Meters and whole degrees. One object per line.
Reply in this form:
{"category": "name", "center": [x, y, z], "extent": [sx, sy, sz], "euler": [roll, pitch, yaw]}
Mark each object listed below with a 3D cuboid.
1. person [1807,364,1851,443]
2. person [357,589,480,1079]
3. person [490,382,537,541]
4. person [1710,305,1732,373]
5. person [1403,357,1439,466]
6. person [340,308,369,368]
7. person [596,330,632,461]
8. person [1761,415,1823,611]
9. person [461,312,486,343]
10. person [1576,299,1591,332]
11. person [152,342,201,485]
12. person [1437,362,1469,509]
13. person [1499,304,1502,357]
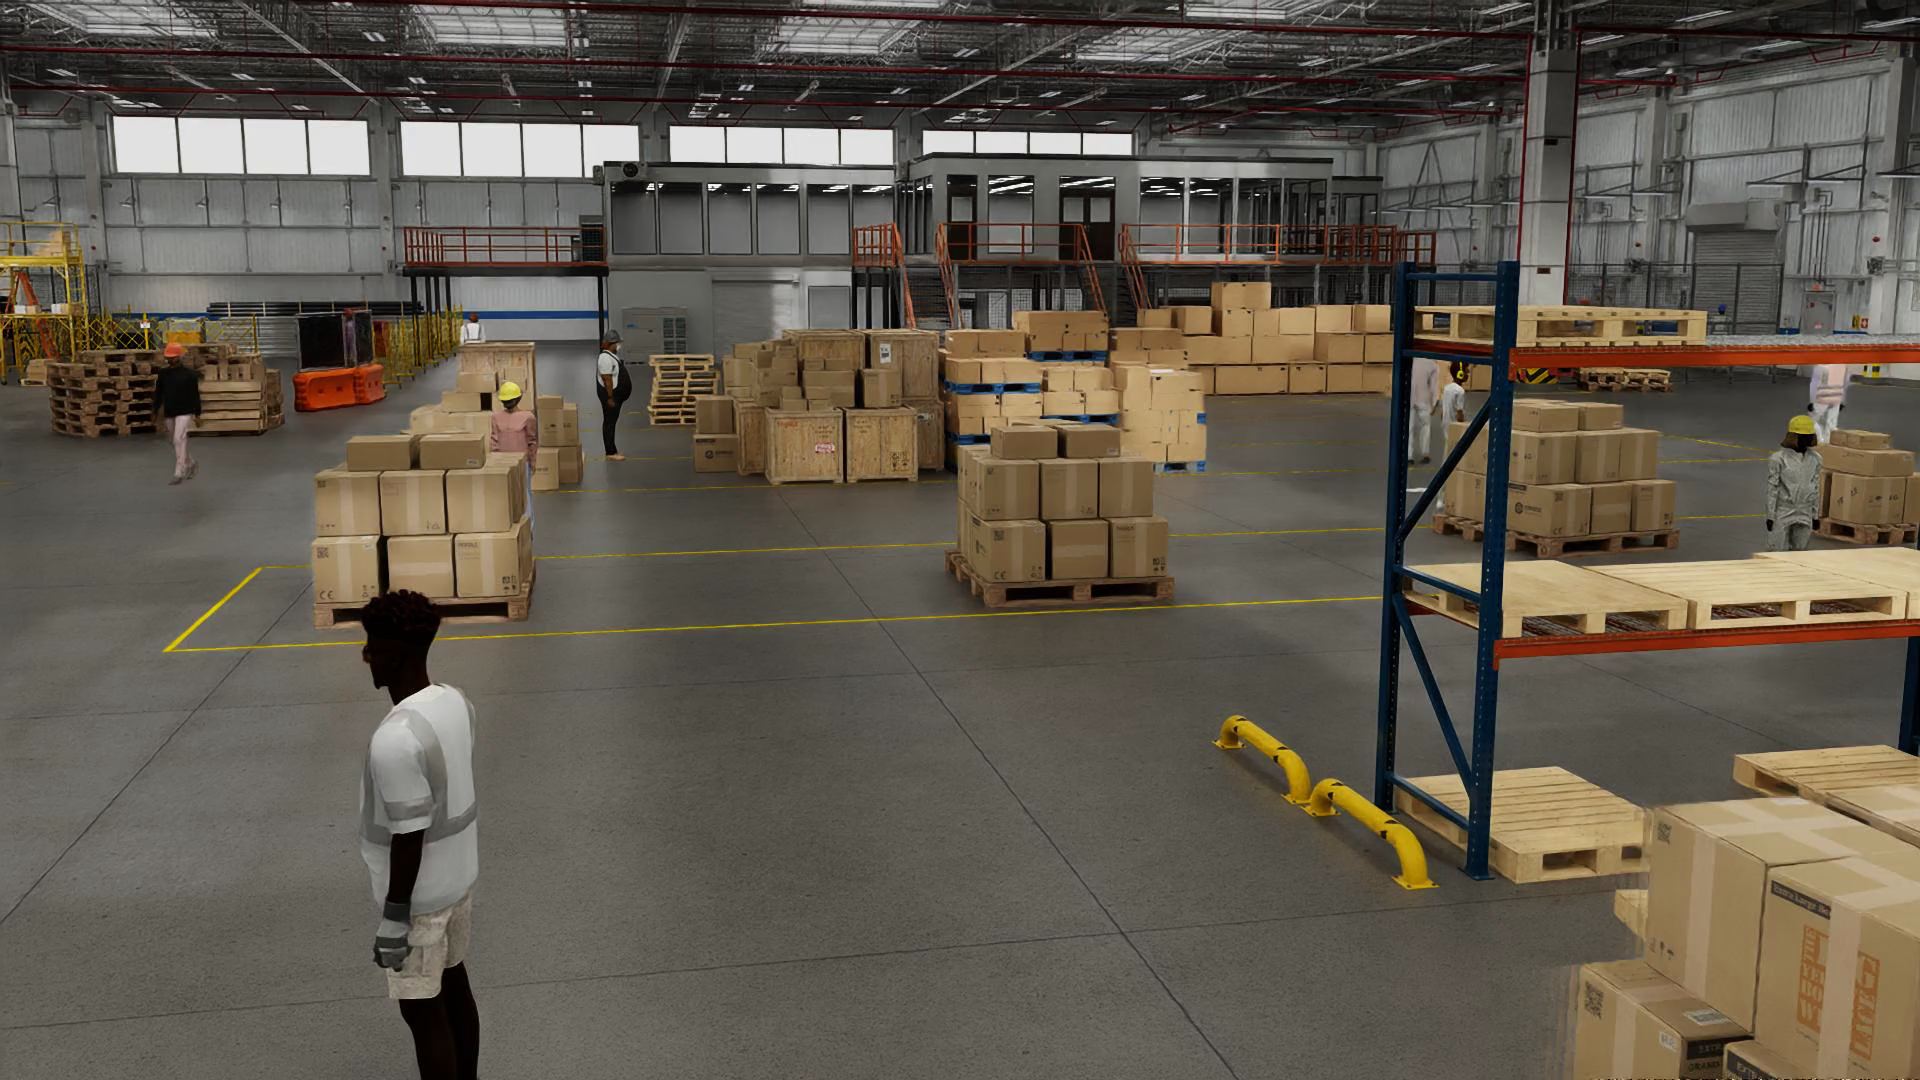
{"category": "person", "center": [13.605, -2.180, 26.109], "extent": [0.657, 1.829, 0.452], "euler": [-1, 9, -7]}
{"category": "person", "center": [-1.790, 1.130, 5.513], "extent": [0.361, 1.964, 0.616], "euler": [0, 9, 1]}
{"category": "person", "center": [-4.885, -0.846, 18.198], "extent": [0.524, 1.760, 0.328], "euler": [1, 9, 6]}
{"category": "person", "center": [21.583, -5.700, 47.196], "extent": [0.601, 1.951, 0.380], "euler": [8, 12, 40]}
{"category": "person", "center": [6.975, -2.096, 25.370], "extent": [0.644, 1.901, 0.877], "euler": [4, 10, 22]}
{"category": "person", "center": [-15.116, -4.800, 41.626], "extent": [0.388, 1.991, 0.726], "euler": [6, 11, 32]}
{"category": "person", "center": [-5.393, -2.263, 25.970], "extent": [0.537, 2.000, 0.675], "euler": [-1, 9, -8]}
{"category": "person", "center": [7.205, -0.212, 14.372], "extent": [0.492, 1.742, 0.318], "euler": [-1, 9, -7]}
{"category": "person", "center": [-12.333, -4.842, 42.228], "extent": [0.613, 1.867, 0.540], "euler": [-4, 10, -22]}
{"category": "person", "center": [20.120, -6.783, 53.701], "extent": [0.616, 1.980, 0.457], "euler": [-3, 10, -15]}
{"category": "person", "center": [-10.905, -1.777, 23.213], "extent": [0.626, 1.970, 0.790], "euler": [2, 10, 14]}
{"category": "person", "center": [6.117, -1.291, 20.562], "extent": [0.334, 1.873, 0.517], "euler": [-1, 9, -7]}
{"category": "person", "center": [17.648, -6.797, 53.998], "extent": [0.606, 1.909, 0.537], "euler": [-1, 9, -3]}
